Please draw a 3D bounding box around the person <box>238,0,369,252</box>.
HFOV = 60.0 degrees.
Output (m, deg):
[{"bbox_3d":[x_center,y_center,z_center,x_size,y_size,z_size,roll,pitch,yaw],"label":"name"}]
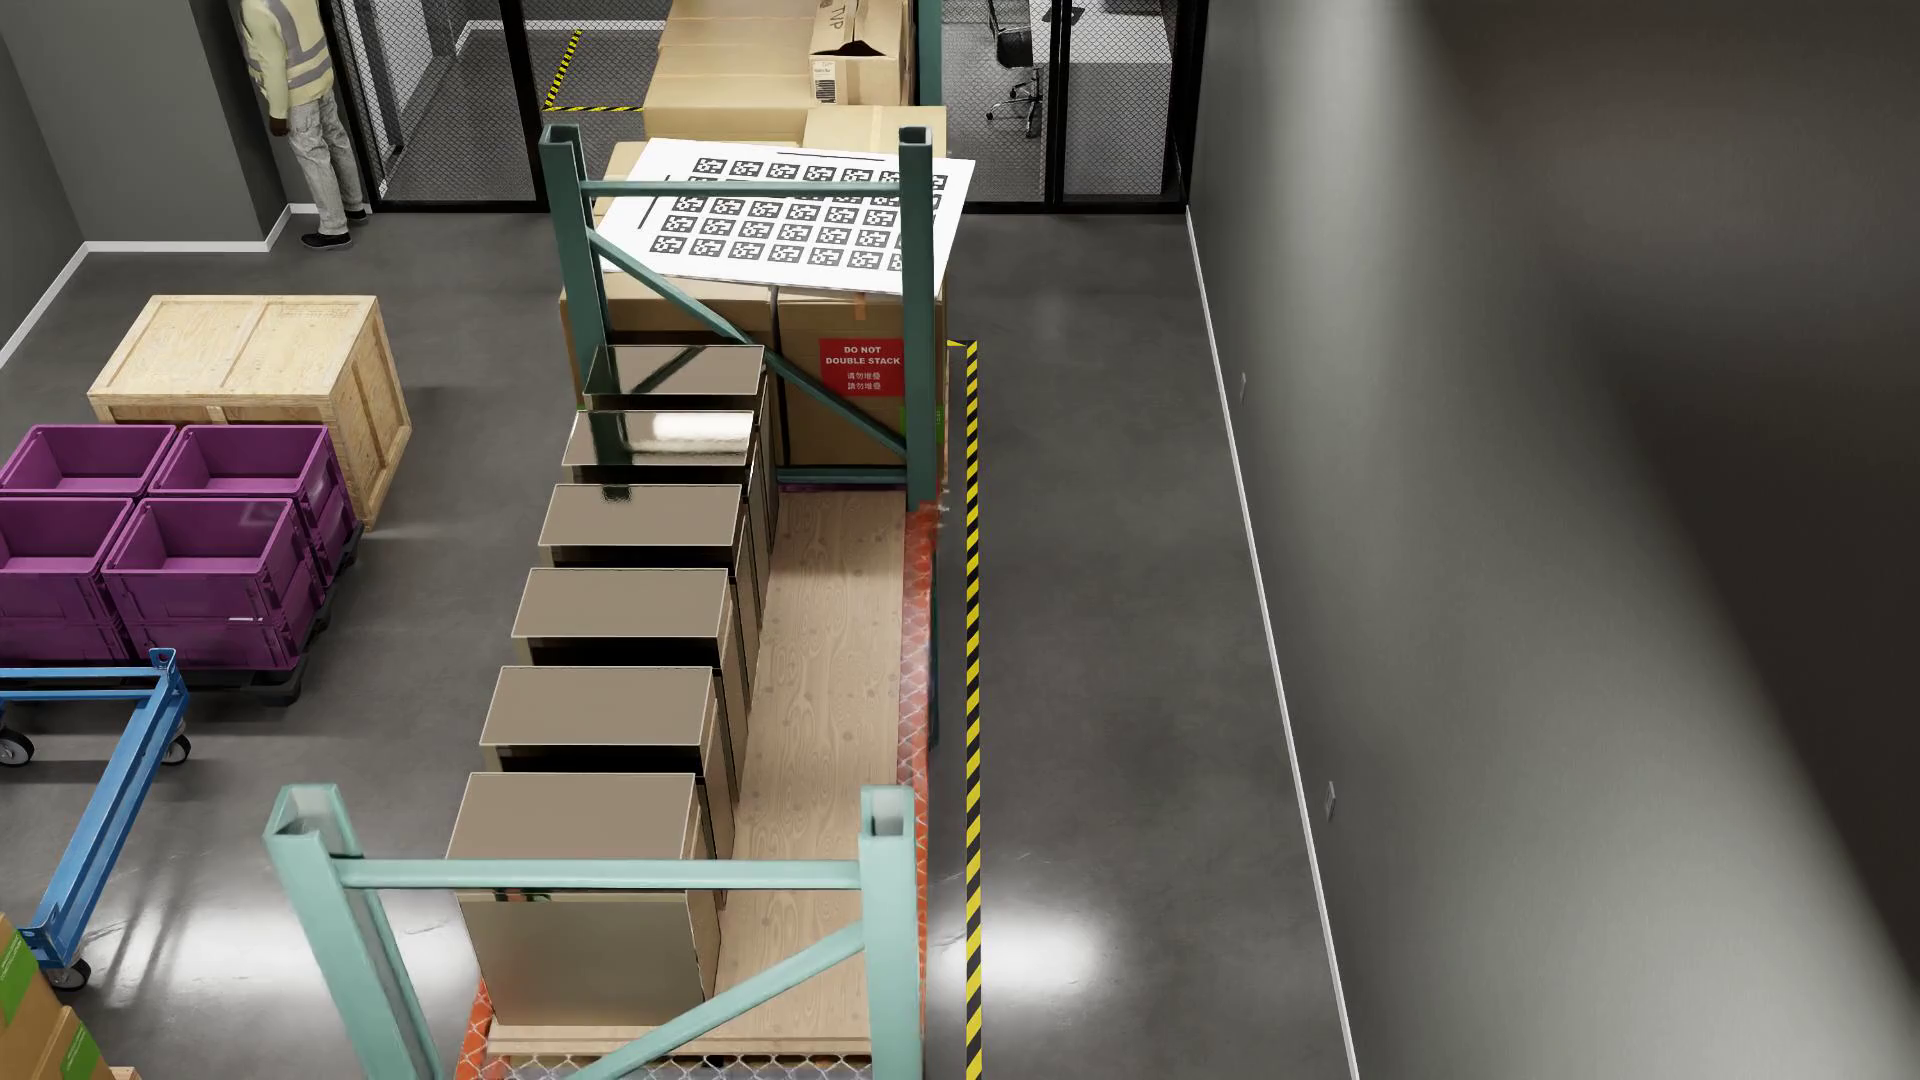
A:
[{"bbox_3d":[-3.480,-2.387,8.692,0.404,1.835,0.587,6,42,7],"label":"person"}]
